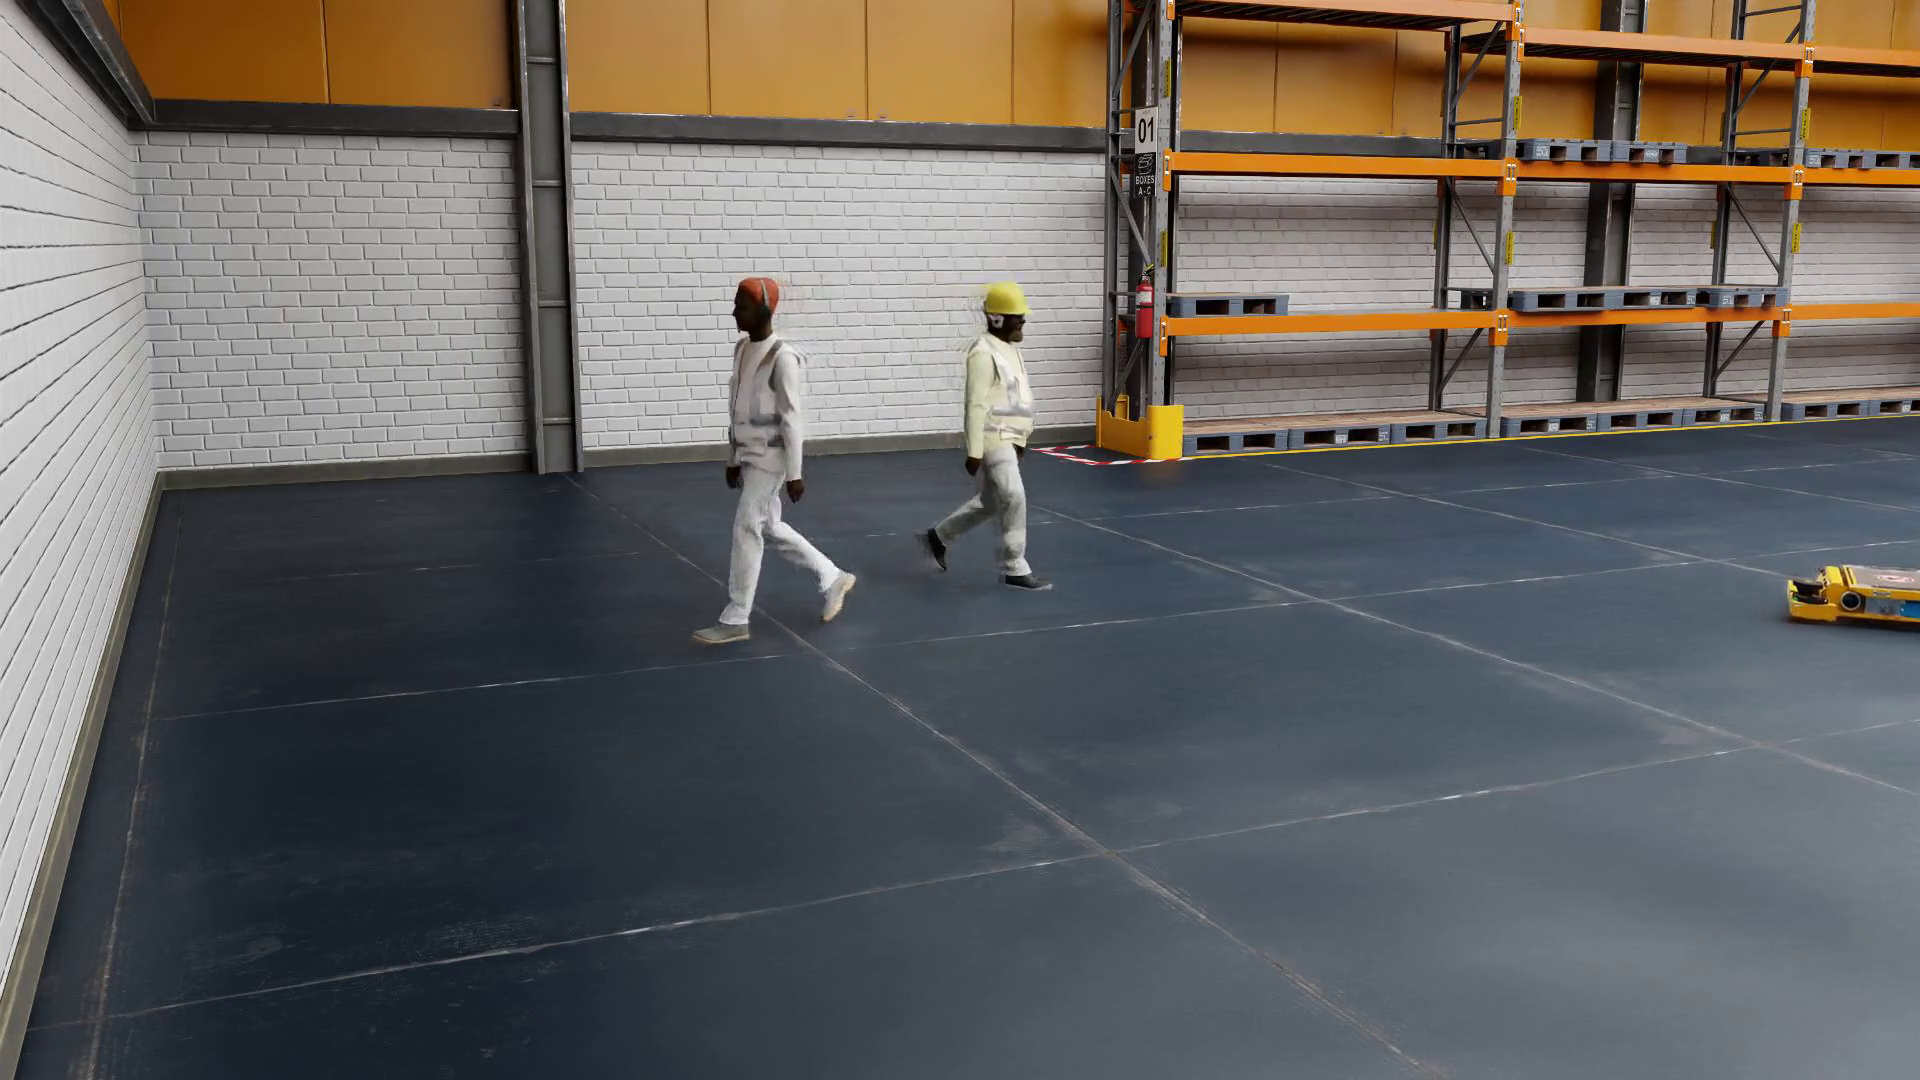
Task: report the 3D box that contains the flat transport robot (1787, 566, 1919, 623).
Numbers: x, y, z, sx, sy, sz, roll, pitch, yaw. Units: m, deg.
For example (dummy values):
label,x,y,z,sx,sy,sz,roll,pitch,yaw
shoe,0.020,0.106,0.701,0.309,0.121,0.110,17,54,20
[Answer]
label,x,y,z,sx,sy,sz,roll,pitch,yaw
flat transport robot,5.205,0.316,8.829,1.431,0.197,0.652,5,11,24

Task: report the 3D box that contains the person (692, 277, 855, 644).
label,x,y,z,sx,sy,sz,roll,pitch,yaw
person,-0.948,-0.413,8.501,0.874,1.858,0.579,-5,11,-27

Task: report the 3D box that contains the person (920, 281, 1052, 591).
label,x,y,z,sx,sy,sz,roll,pitch,yaw
person,0.145,-0.600,9.682,0.764,1.801,0.596,2,10,13
